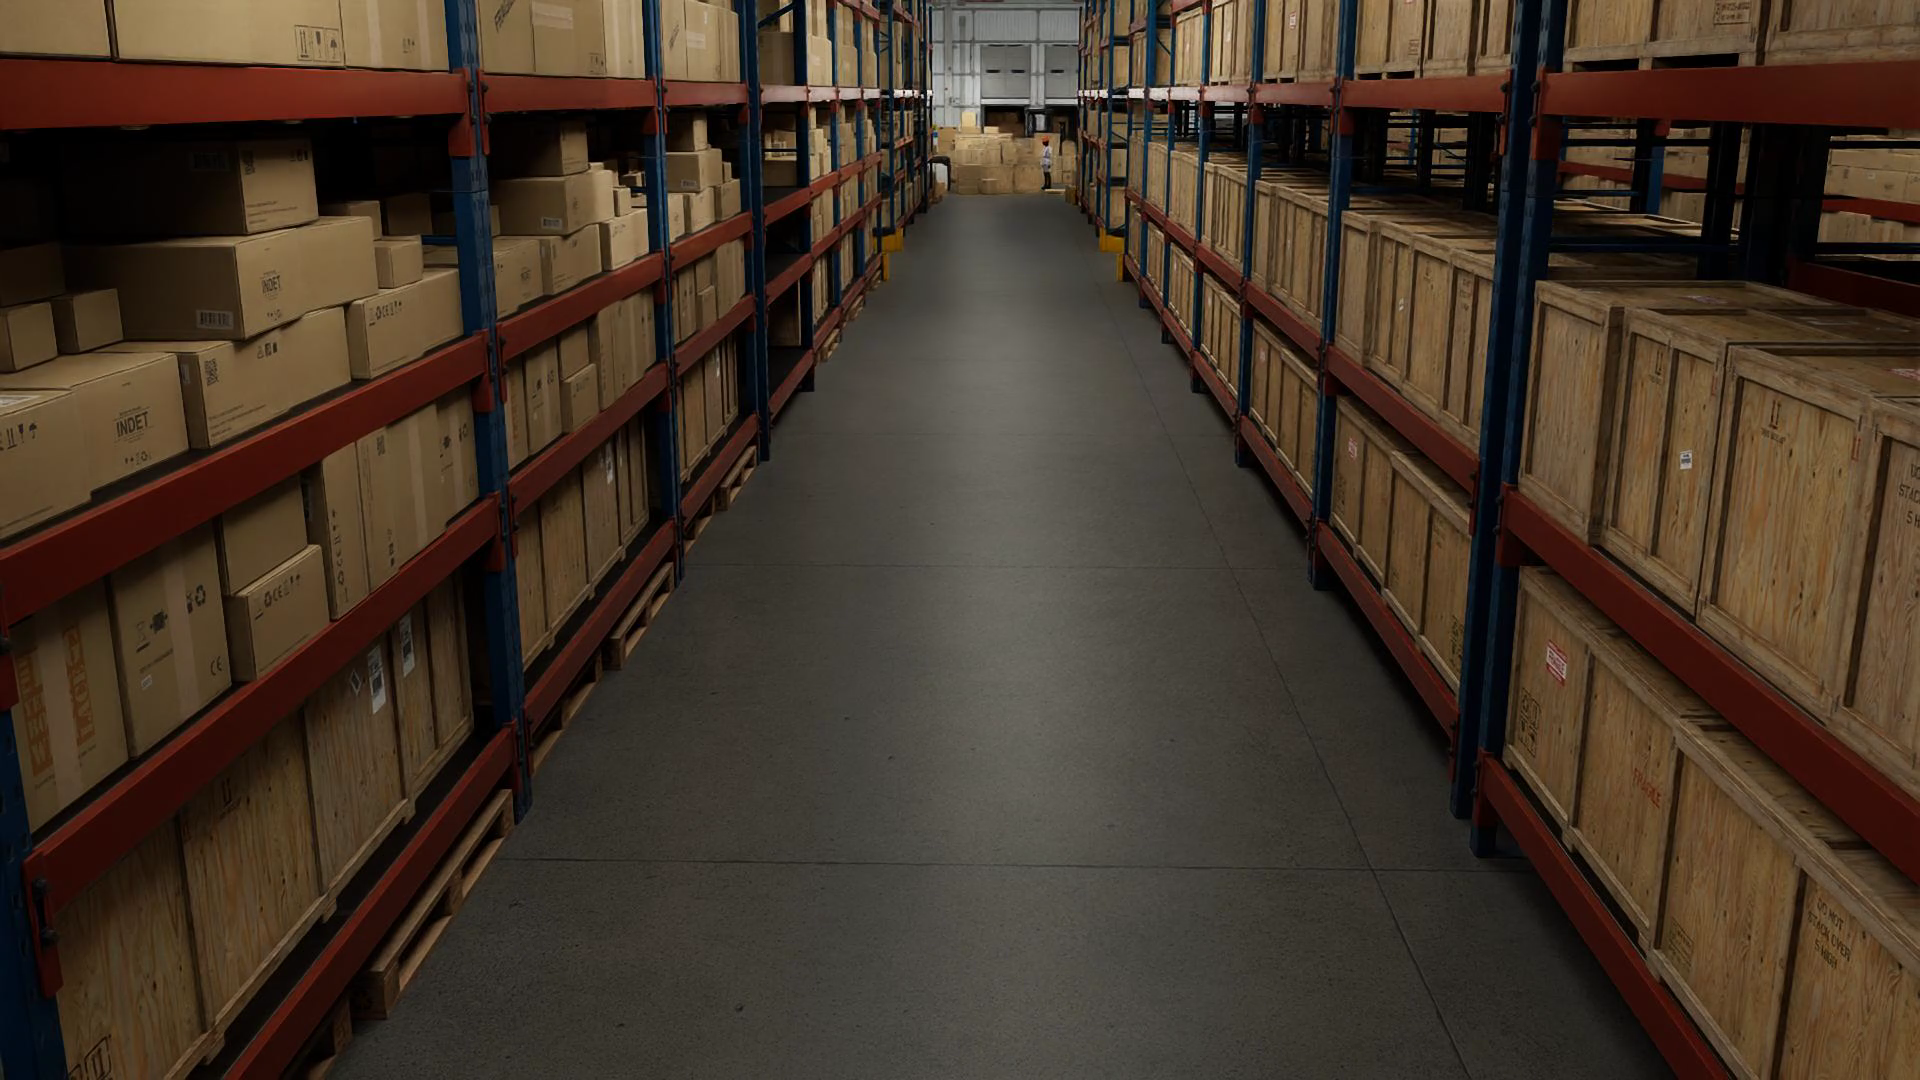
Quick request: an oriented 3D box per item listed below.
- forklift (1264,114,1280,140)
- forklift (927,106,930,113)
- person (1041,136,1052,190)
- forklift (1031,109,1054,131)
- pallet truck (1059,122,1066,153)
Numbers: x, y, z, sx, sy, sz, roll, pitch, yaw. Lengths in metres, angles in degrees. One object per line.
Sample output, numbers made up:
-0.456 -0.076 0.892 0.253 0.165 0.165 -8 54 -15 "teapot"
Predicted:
11.022 -13.952 59.703 1.129 2.768 1.873 0 15 2 "forklift"
-2.001 -20.667 84.687 1.129 2.768 1.873 0 15 2 "forklift"
3.165 -13.826 61.029 0.376 1.934 0.547 -6 16 -23 "person"
3.499 -16.963 70.906 1.129 2.768 1.873 4 16 16 "forklift"
5.788 -21.111 88.014 1.885 1.965 0.823 5 16 18 "pallet truck"
